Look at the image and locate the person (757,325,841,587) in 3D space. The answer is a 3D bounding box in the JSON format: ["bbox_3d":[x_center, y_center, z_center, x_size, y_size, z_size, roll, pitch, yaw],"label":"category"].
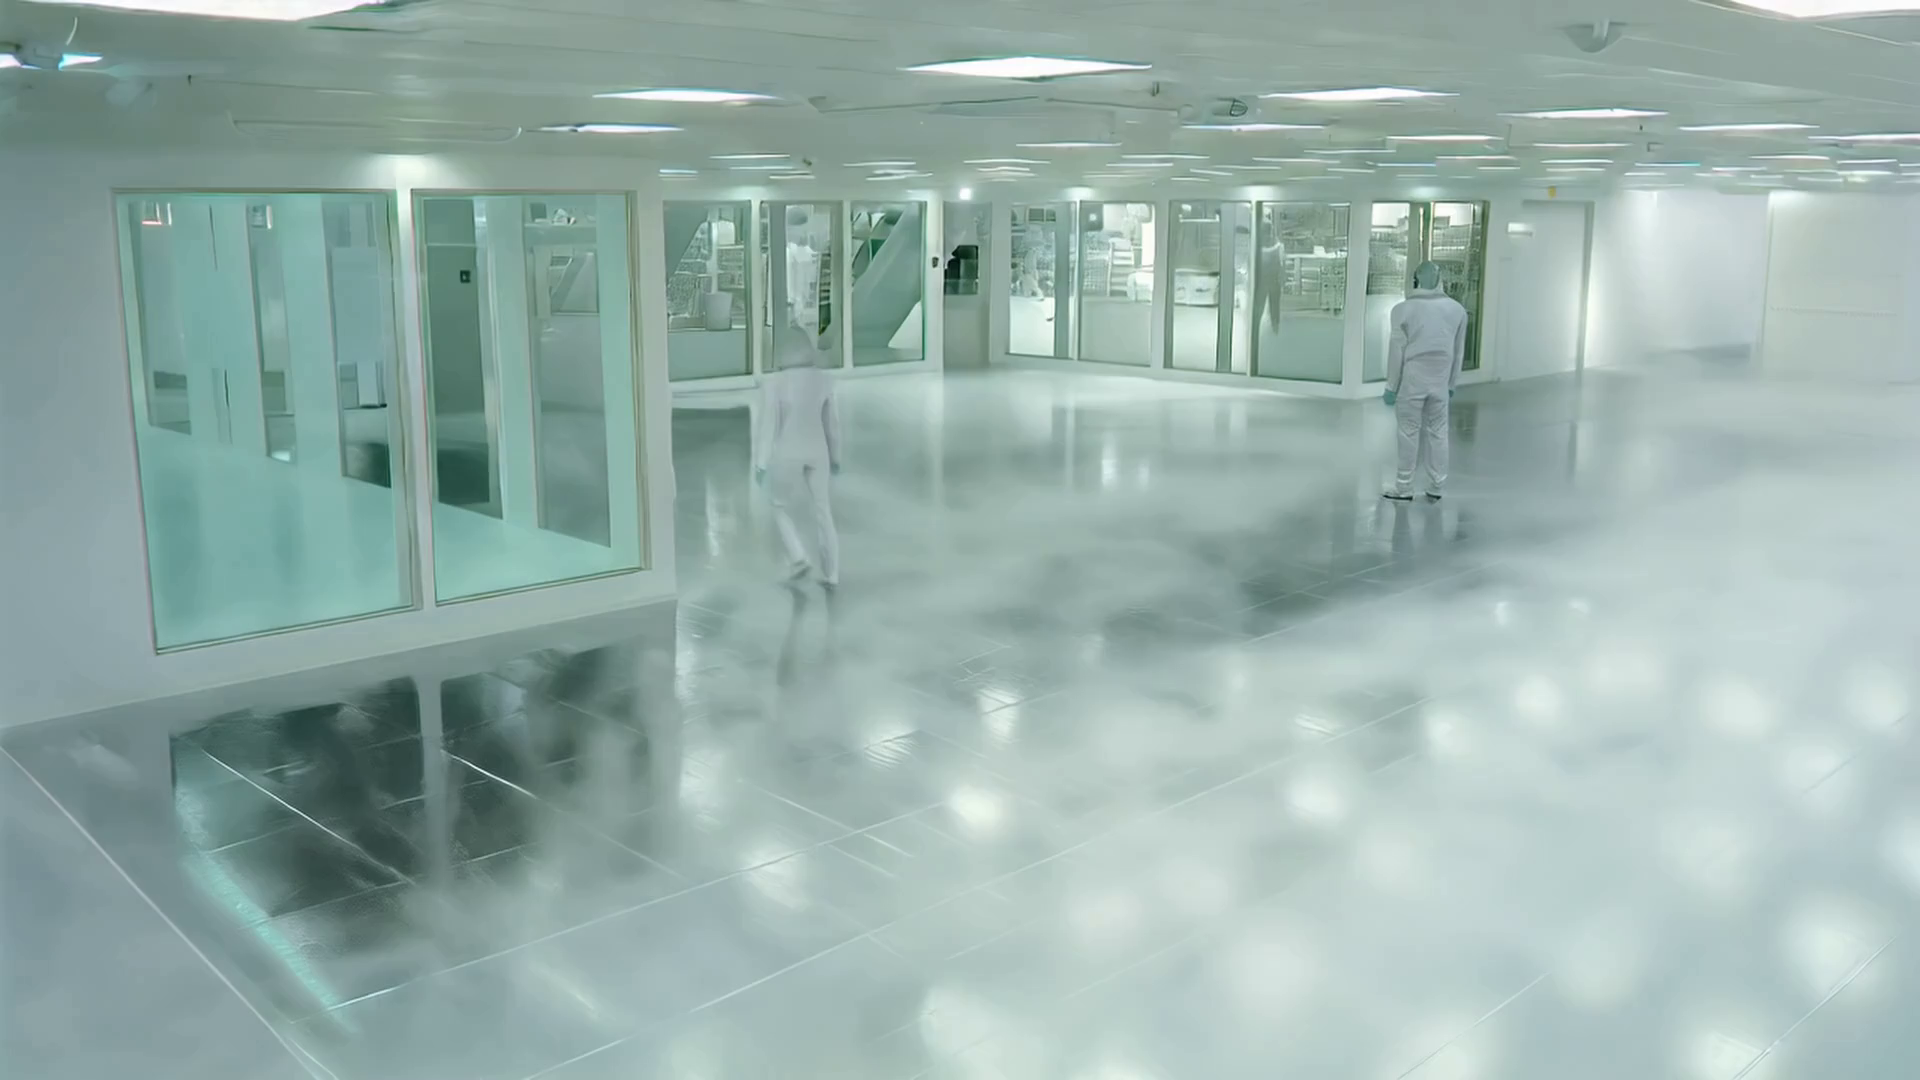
[{"bbox_3d":[-0.972,-0.501,10.204,0.520,1.616,0.427,-7,13,-33],"label":"person"}]

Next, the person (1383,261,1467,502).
[{"bbox_3d":[3.668,-1.249,13.224,0.645,1.908,0.408,-2,12,-12],"label":"person"}]
